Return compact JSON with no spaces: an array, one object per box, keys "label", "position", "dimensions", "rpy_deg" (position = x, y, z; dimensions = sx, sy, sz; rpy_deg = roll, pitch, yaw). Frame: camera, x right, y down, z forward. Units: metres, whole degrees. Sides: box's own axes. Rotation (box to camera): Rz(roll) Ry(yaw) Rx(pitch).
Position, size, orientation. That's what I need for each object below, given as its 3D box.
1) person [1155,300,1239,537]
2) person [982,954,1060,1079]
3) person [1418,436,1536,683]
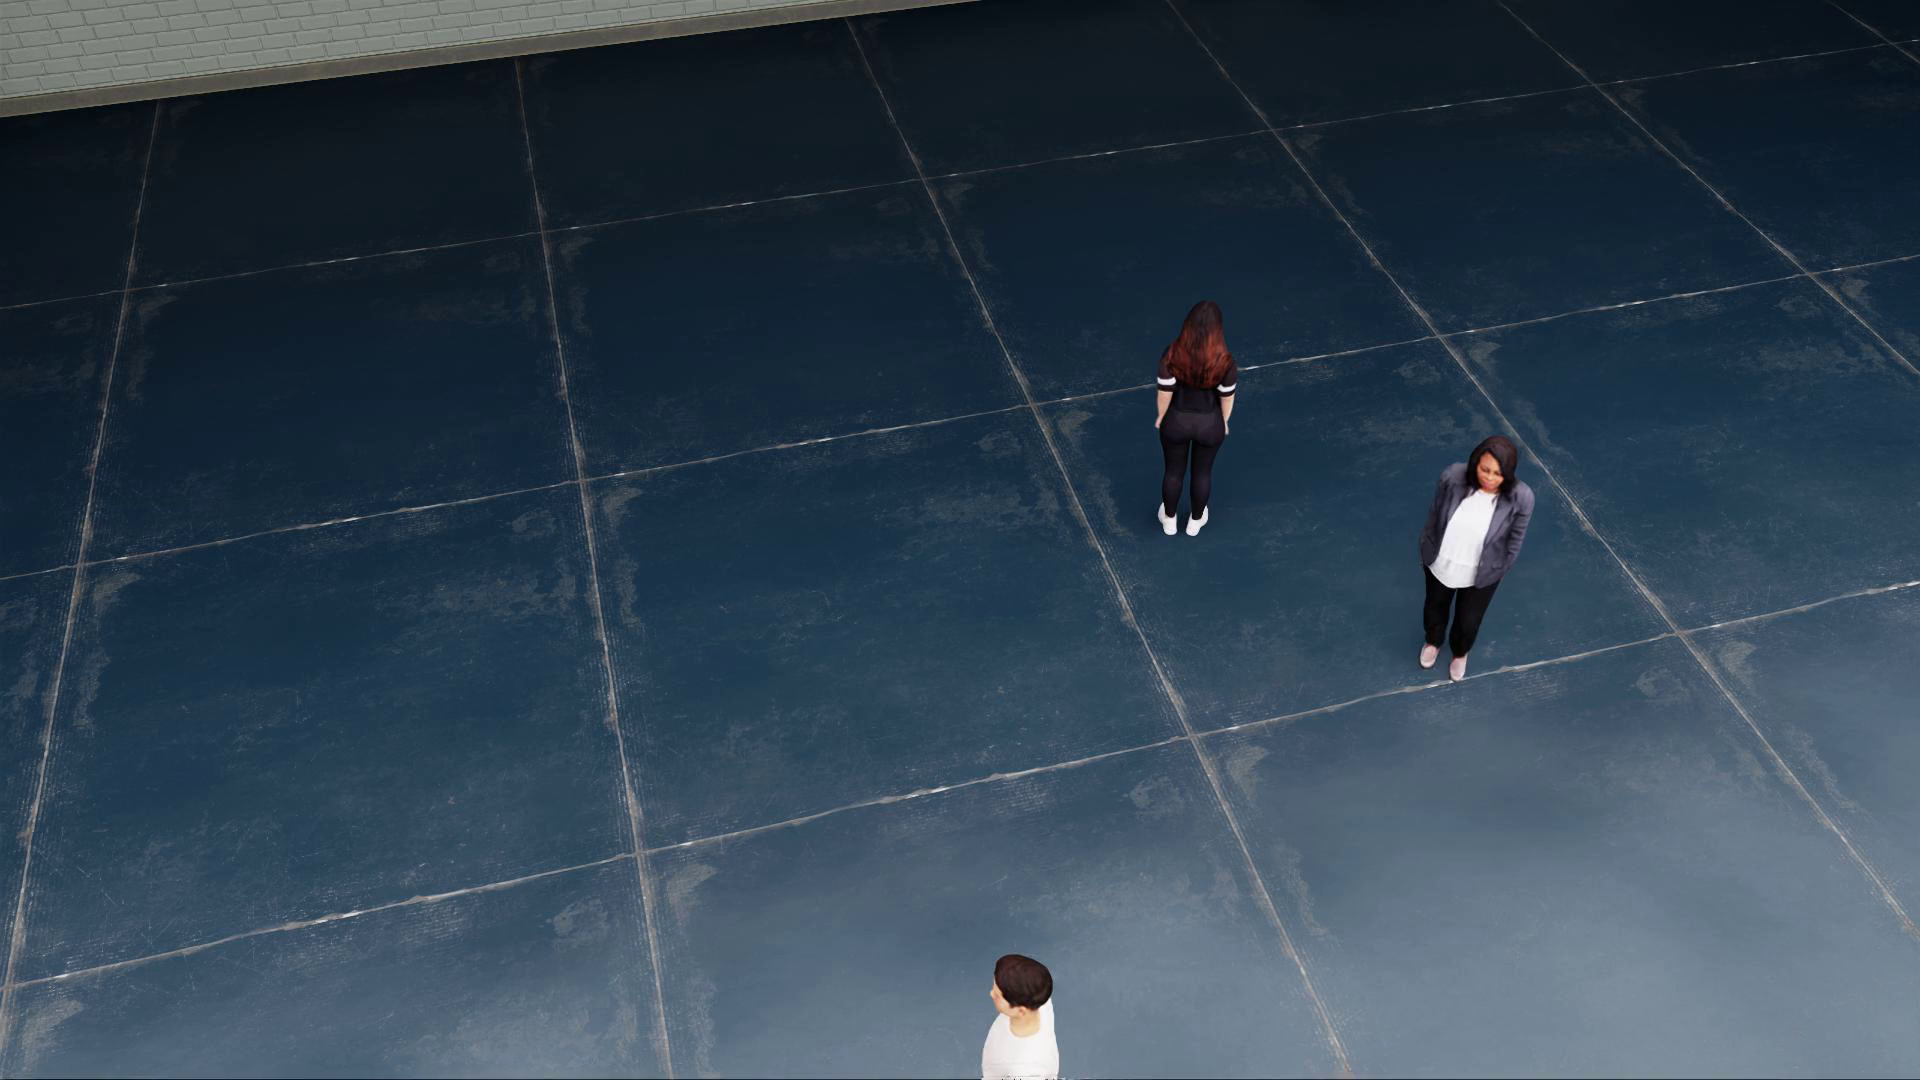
[{"label":"person","position":[1.360,-0.697,9.732],"dimensions":[0.692,1.639,0.702],"rpy_deg":[5,43,6]},{"label":"person","position":[0.297,2.212,6.569],"dimensions":[0.815,1.704,0.999],"rpy_deg":[-1,43,-1]},{"label":"person","position":[2.737,0.054,8.968],"dimensions":[0.795,1.584,0.855],"rpy_deg":[21,47,21]}]
